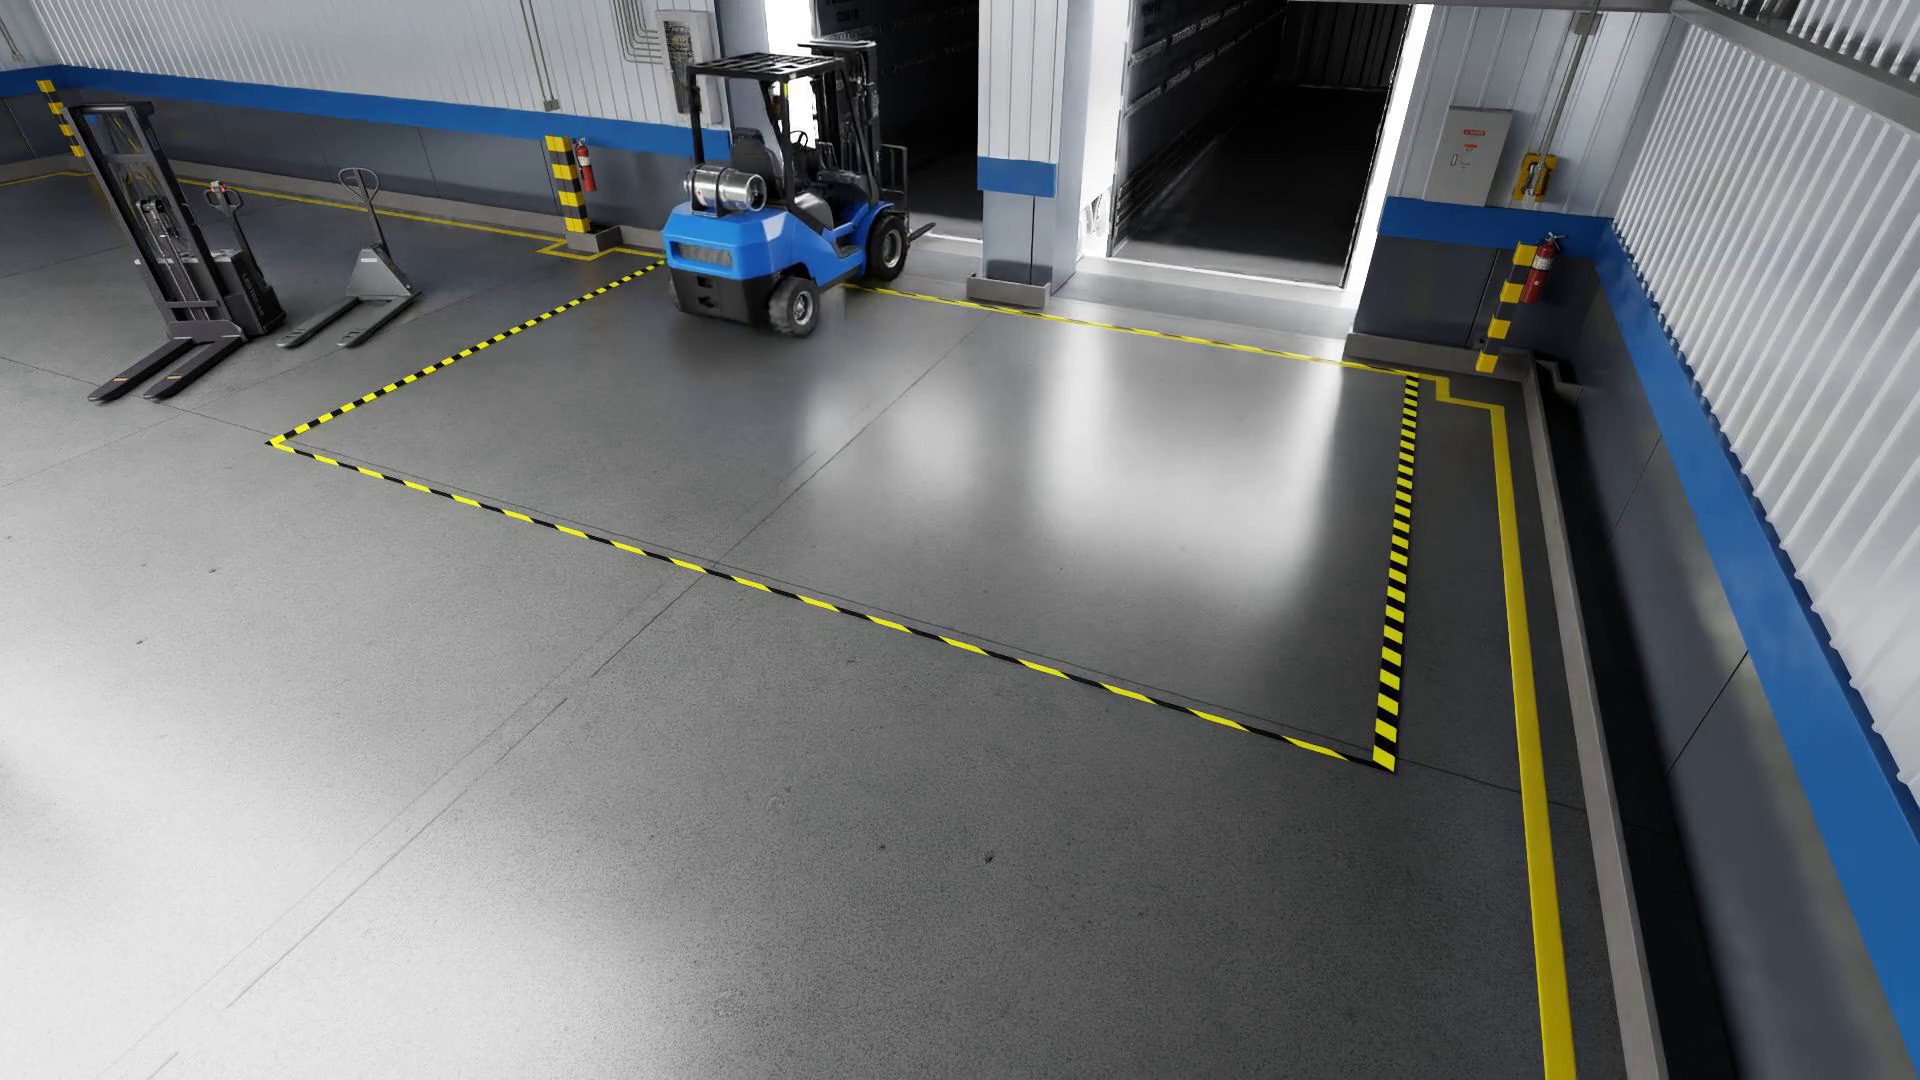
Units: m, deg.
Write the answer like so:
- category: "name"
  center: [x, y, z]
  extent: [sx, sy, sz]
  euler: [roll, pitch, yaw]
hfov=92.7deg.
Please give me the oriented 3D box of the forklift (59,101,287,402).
- category: "forklift"
  center: [-6.686, -2.387, 7.434]
  extent: [0.823, 1.965, 1.885]
  euler: [-3, 35, -5]

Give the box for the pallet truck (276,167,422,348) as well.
- category: "pallet truck"
  center: [-5.732, -2.611, 8.414]
  extent: [0.680, 1.201, 1.601]
  euler: [-1, 35, -1]

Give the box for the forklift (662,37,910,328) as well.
- category: "forklift"
  center: [-1.626, -3.437, 8.614]
  extent: [1.157, 2.036, 2.680]
  euler: [16, 38, 21]
